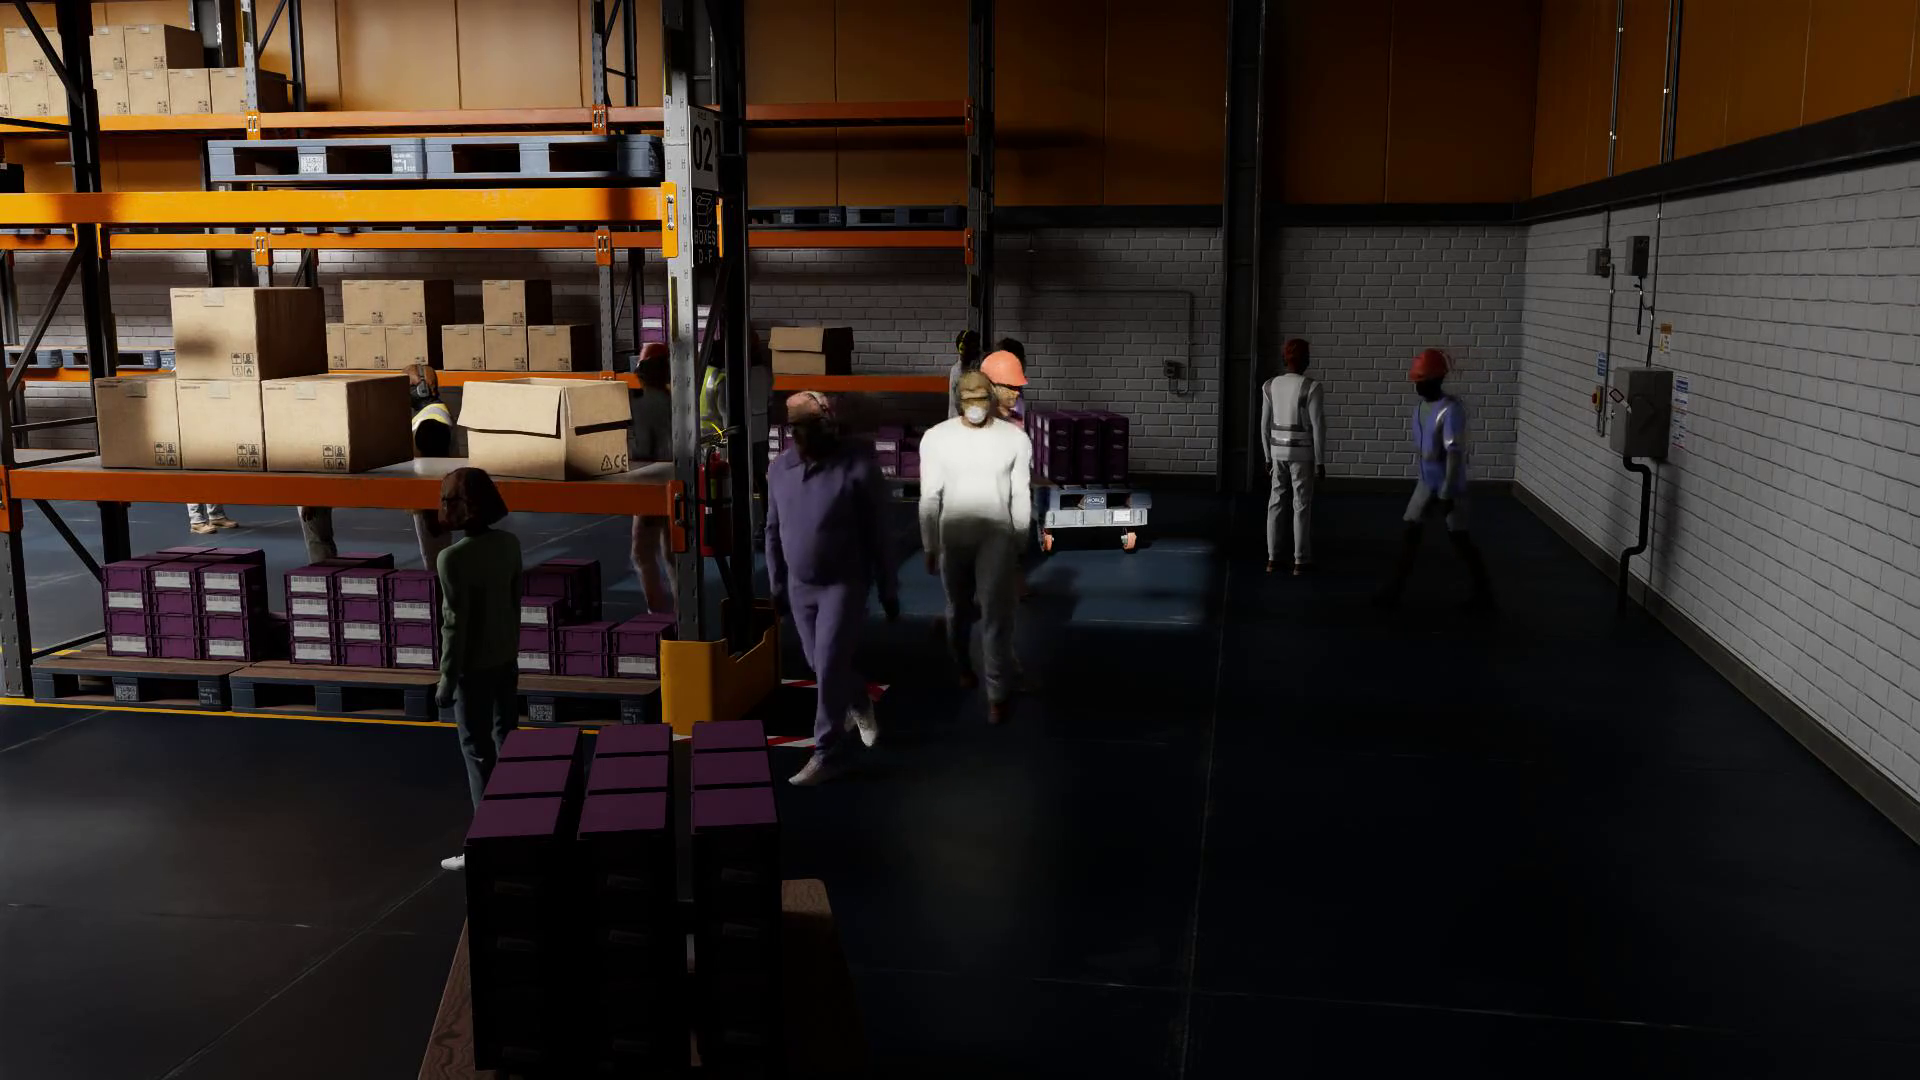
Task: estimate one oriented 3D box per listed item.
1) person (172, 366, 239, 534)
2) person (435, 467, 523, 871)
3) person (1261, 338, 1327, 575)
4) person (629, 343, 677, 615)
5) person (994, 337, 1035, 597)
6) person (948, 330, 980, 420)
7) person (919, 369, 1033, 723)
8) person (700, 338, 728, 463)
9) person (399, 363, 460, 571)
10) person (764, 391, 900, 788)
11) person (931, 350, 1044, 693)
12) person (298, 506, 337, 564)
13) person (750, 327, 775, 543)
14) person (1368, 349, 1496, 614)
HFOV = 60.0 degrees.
[{"bbox_3d":[-6.991,-0.986,15.418,0.429,1.843,0.631,2,9,14],"label":"person"},{"bbox_3d":[-1.939,0.519,6.728,0.281,1.632,0.505,3,10,17],"label":"person"},{"bbox_3d":[2.666,-0.659,13.258,0.574,1.885,0.356,9,13,44],"label":"person"},{"bbox_3d":[-1.938,-0.301,10.832,0.533,1.947,0.645,5,11,30],"label":"person"},{"bbox_3d":[0.329,-0.510,12.184,0.391,1.937,0.630,4,10,23],"label":"person"},{"bbox_3d":[0.047,-1.033,15.641,0.321,1.865,0.518,0,9,1],"label":"person"},{"bbox_3d":[0.080,-0.010,9.220,0.629,1.901,0.956,0,9,-2],"label":"person"},{"bbox_3d":[-2.139,-0.835,14.500,0.622,1.838,0.429,8,12,41],"label":"person"},{"bbox_3d":[-3.410,-0.214,10.673,0.429,1.837,0.633,-3,10,-18],"label":"person"},{"bbox_3d":[-0.603,0.192,8.067,0.683,1.865,0.873,6,11,31],"label":"person"},{"bbox_3d":[0.173,-0.117,9.620,0.674,1.963,0.634,5,10,27],"label":"person"},{"bbox_3d":[-4.464,-0.337,11.419,0.403,1.831,0.596,-3,10,-16],"label":"person"},{"bbox_3d":[-1.869,-0.908,14.627,0.348,1.943,0.545,6,11,34],"label":"person"},{"bbox_3d":[3.351,-0.396,11.655,1.021,1.874,0.587,-4,10,-22],"label":"person"}]
